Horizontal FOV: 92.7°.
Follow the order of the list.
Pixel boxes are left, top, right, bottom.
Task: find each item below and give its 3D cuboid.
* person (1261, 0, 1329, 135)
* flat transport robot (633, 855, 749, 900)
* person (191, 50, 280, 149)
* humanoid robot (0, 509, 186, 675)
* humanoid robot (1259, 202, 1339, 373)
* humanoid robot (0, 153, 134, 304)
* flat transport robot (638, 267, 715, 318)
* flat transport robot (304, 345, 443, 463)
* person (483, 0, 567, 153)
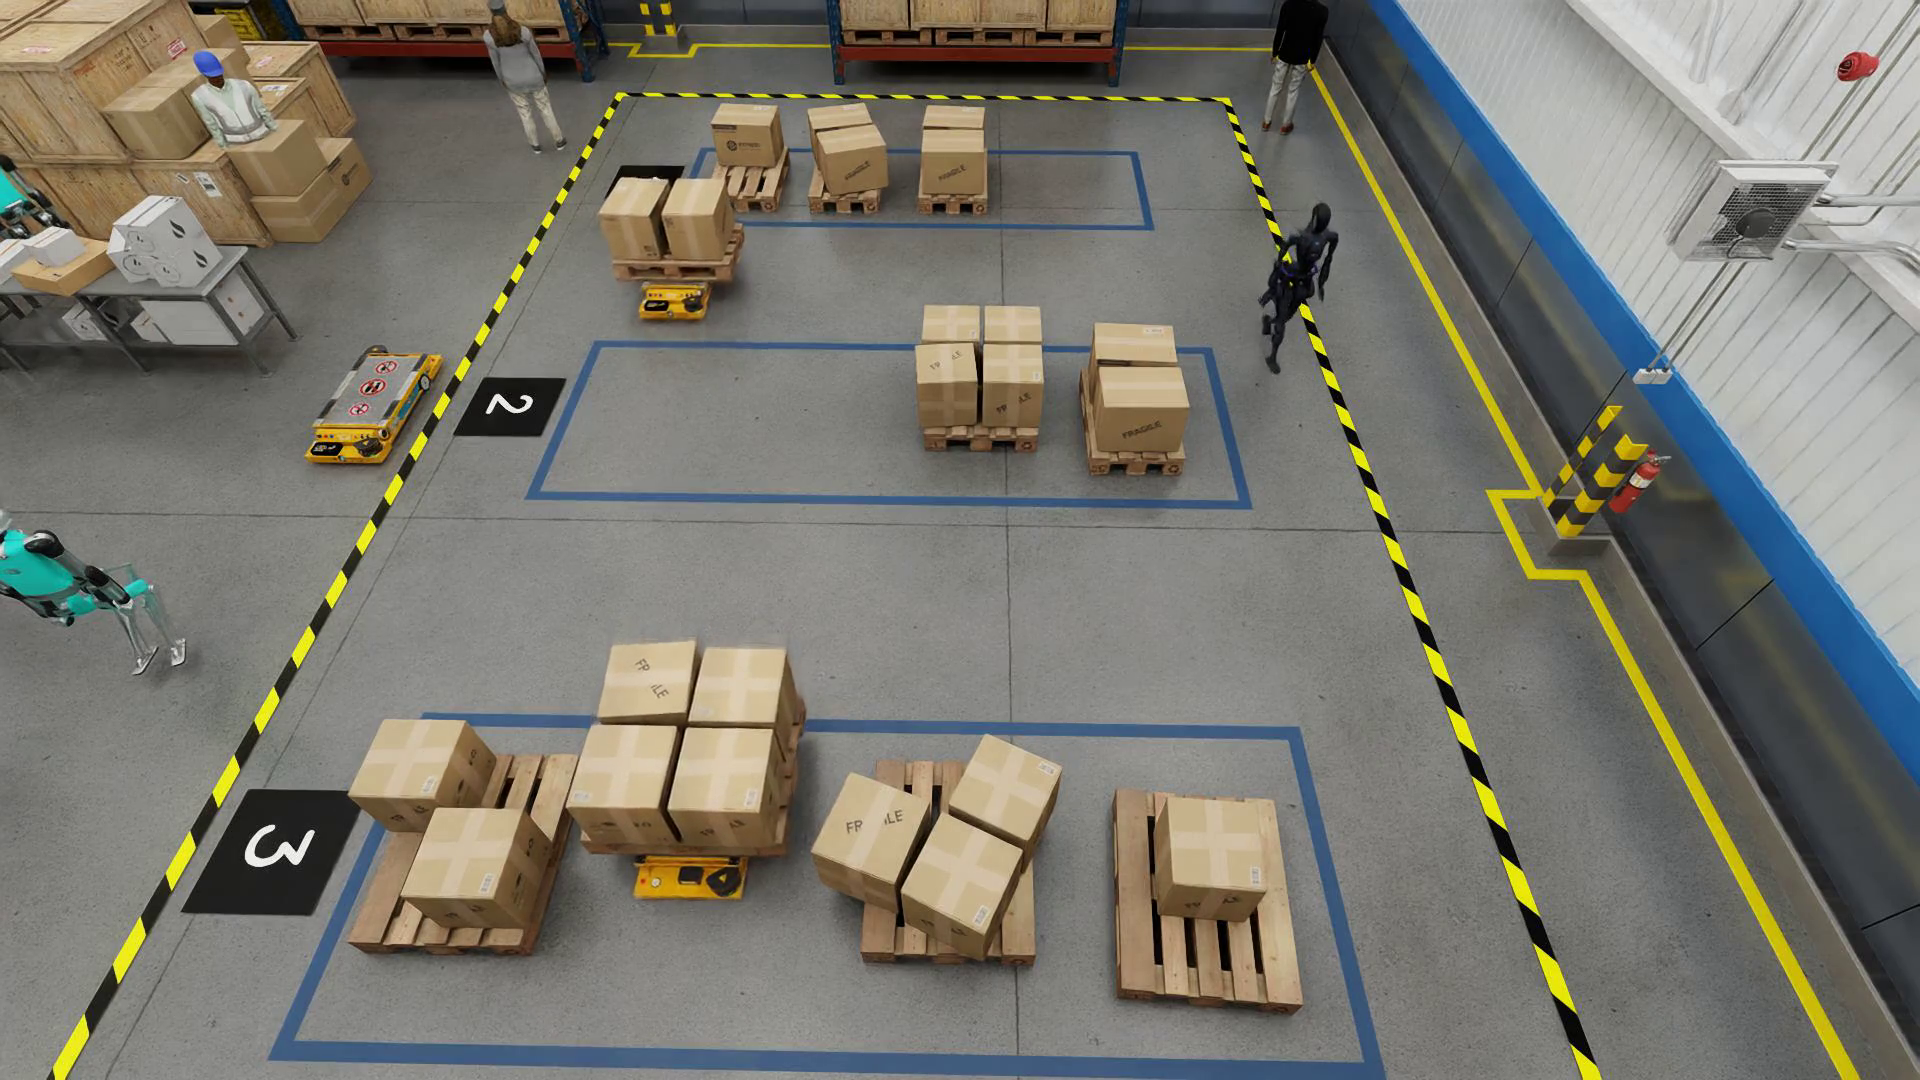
[{"bbox_3d":[4.157,-6.022,11.406,0.587,1.884,0.361,21,53,17],"label":"person"},{"bbox_3d":[-1.650,1.597,5.997,0.652,0.197,1.431,1,50,1],"label":"flat transport robot"},{"bbox_3d":[-7.607,-4.258,9.879,0.602,1.939,0.412,-33,57,-25],"label":"person"},{"bbox_3d":[-5.811,0.254,6.105,0.533,1.673,0.735,-11,51,-10],"label":"humanoid robot"},{"bbox_3d":[3.098,-2.420,8.526,0.613,1.649,0.735,-7,50,-6],"label":"humanoid robot"},{"bbox_3d":[-8.805,-2.875,8.890,0.725,1.859,0.547,23,54,18],"label":"humanoid robot"},{"bbox_3d":[-2.944,-2.876,9.783,0.652,0.197,1.431,1,50,1],"label":"flat transport robot"},{"bbox_3d":[-5.383,-1.269,8.441,0.659,0.231,1.431,1,50,1],"label":"flat transport robot"},{"bbox_3d":[-5.300,-5.603,11.126,0.562,1.766,0.400,-13,51,-10],"label":"person"}]
